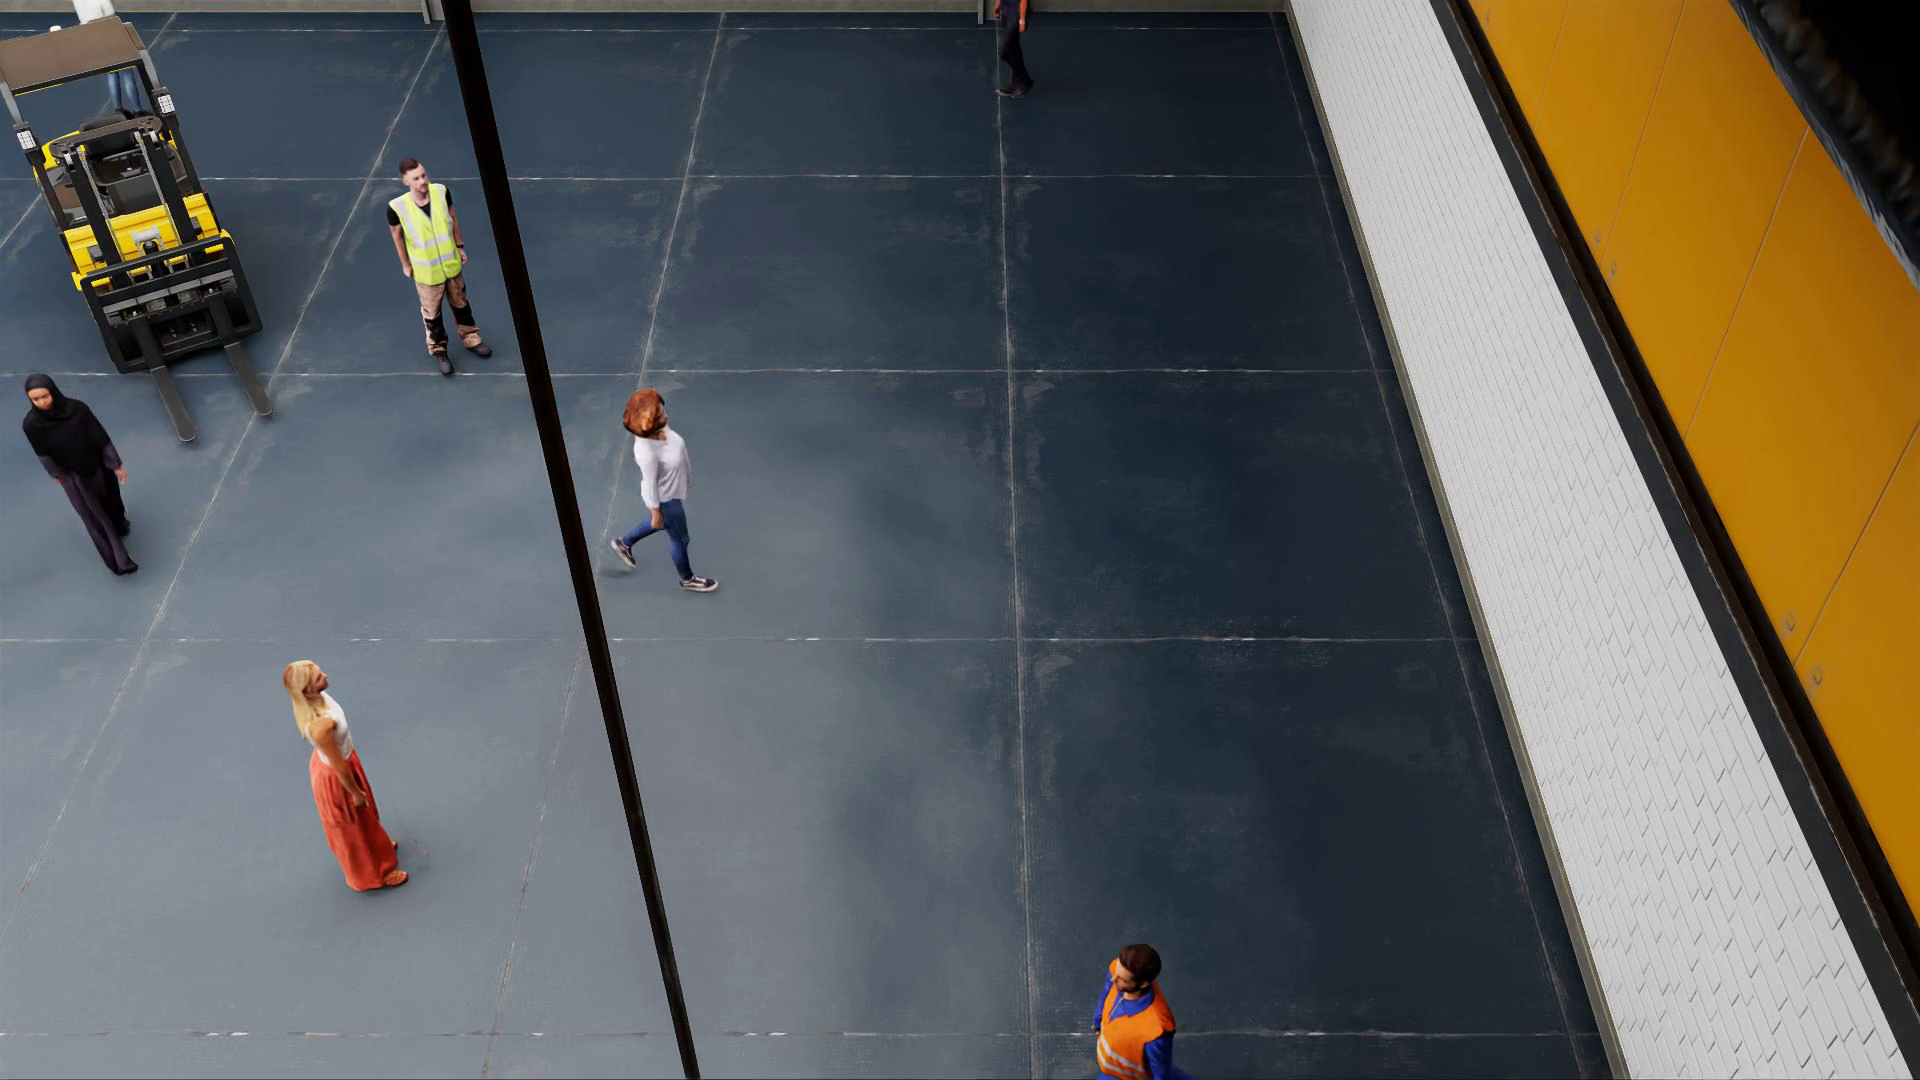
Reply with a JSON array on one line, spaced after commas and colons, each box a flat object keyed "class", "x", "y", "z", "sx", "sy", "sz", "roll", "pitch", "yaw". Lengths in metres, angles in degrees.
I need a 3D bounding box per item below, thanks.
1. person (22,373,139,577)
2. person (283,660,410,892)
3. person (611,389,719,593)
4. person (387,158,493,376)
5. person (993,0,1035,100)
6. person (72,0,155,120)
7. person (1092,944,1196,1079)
[{"class": "person", "x": -6.123, "y": -0.566, "z": 11.587, "sx": 1.126, "sy": 1.599, "sz": 1.106, "roll": -29, "pitch": 51, "yaw": -27}, {"class": "person", "x": -3.534, "y": 1.328, "z": 9.452, "sx": 0.720, "sy": 1.802, "sz": 0.716, "roll": -17, "pitch": 46, "yaw": -17}, {"class": "person", "x": -2.100, "y": -0.326, "z": 11.269, "sx": 0.970, "sy": 1.690, "sz": 0.640, "roll": 2, "pitch": 44, "yaw": 2}, {"class": "person", "x": -4.130, "y": -2.188, "z": 13.110, "sx": 0.850, "sy": 1.847, "sz": 0.915, "roll": -31, "pitch": 51, "yaw": -28}, {"class": "person", "x": 0.610, "y": -5.175, "z": 16.291, "sx": 0.717, "sy": 1.783, "sz": 0.736, "roll": -11, "pitch": 45, "yaw": -11}, {"class": "person", "x": -8.203, "y": -4.759, "z": 15.956, "sx": 0.564, "sy": 1.642, "sz": 0.704, "roll": 10, "pitch": 44, "yaw": 10}, {"class": "person", "x": 0.930, "y": 2.520, "z": 8.185, "sx": 1.300, "sy": 1.823, "sz": 0.940, "roll": -12, "pitch": 45, "yaw": -12}]
